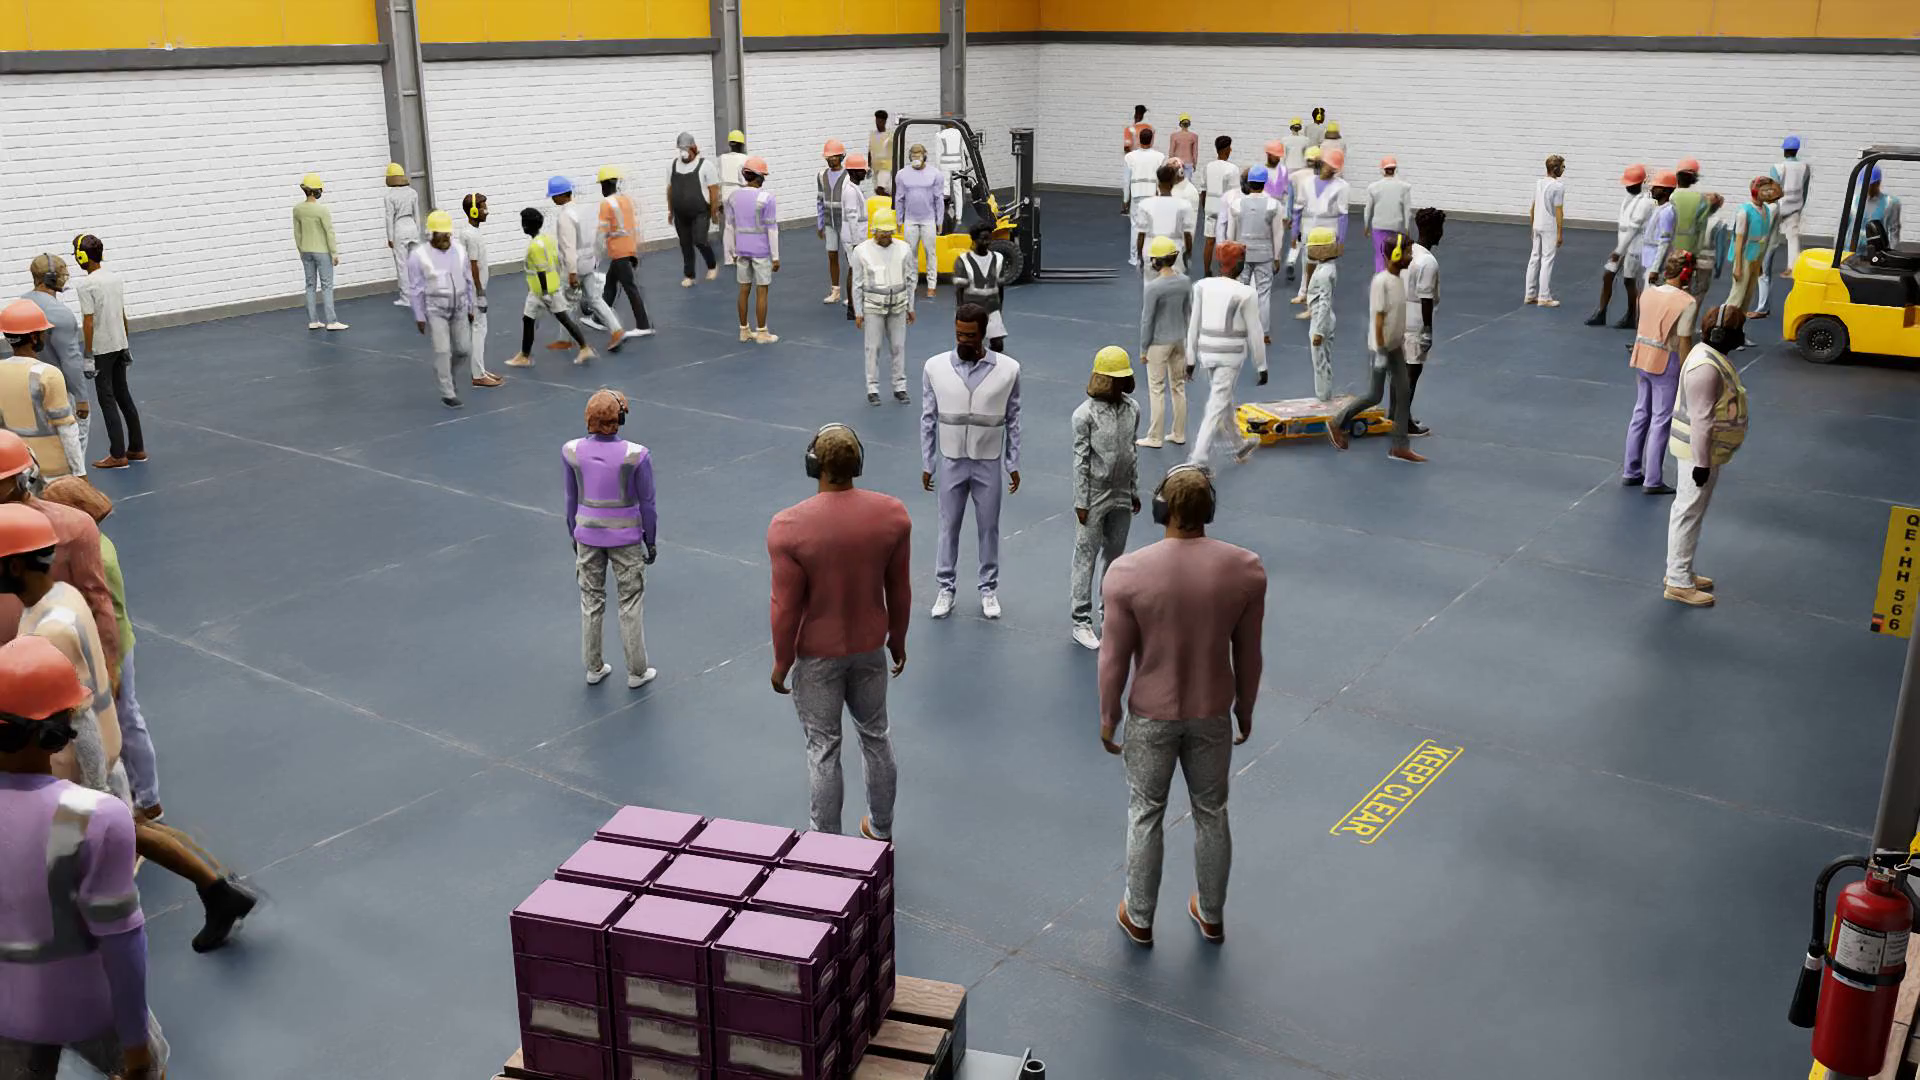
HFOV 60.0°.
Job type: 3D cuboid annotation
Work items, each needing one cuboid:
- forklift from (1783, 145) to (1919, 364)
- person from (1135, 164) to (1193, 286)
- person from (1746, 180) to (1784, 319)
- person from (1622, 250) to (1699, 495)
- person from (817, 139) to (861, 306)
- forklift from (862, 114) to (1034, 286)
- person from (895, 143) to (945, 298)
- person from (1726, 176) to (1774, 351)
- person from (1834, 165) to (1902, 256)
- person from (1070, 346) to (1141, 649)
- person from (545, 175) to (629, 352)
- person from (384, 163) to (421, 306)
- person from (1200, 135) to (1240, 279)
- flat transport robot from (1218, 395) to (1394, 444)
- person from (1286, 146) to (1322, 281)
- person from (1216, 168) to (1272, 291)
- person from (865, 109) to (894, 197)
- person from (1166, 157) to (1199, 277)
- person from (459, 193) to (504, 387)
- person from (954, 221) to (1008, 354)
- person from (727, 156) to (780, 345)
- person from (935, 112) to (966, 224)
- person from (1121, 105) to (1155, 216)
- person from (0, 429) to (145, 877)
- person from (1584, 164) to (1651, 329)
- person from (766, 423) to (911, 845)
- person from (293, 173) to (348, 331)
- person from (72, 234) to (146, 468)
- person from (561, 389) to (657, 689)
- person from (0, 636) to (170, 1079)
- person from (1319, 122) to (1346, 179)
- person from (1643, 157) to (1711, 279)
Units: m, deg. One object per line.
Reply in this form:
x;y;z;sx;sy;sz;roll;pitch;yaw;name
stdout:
9.803;-2.879;17.013;2.313;2.155;1.214;12;21;33;forklift
2.208;-3.093;18.101;0.618;1.940;0.614;2;18;5;person
9.513;-3.428;19.653;0.289;1.629;0.502;11;21;30;person
5.262;-1.254;12.512;0.391;1.837;0.560;-5;18;-14;person
-1.508;-3.898;20.471;0.607;2.036;0.410;10;20;27;person
-0.171;-4.594;22.377;2.313;2.155;1.214;1;18;3;forklift
-0.509;-4.043;21.088;0.635;1.931;0.379;3;18;10;person
8.456;-2.975;17.875;0.571;1.844;0.376;-15;23;-40;person
10.143;-3.245;18.628;0.635;1.917;0.836;10;20;28;person
0.851;-0.251;9.522;0.487;1.744;0.297;-14;22;-37;person
-3.989;-2.915;17.637;0.927;1.892;0.632;3;18;9;person
-6.887;-3.769;20.548;0.321;1.737;0.487;12;21;34;person
3.442;-4.338;21.949;0.604;1.965;0.367;16;24;41;person
3.015;-1.057;14.423;1.431;0.197;0.652;-6;19;-19;flat transport robot
4.617;-4.298;22.068;0.606;1.815;0.622;10;20;28;person
3.280;-3.385;19.252;0.634;1.794;0.934;4;18;11;person
-1.275;-6.325;28.211;0.842;1.938;0.612;-17;24;-42;person
2.483;-3.502;19.436;0.407;1.904;0.639;-10;20;-29;person
-4.661;-2.416;16.111;0.322;1.862;0.512;-6;19;-17;person
0.216;-2.092;15.391;0.543;1.680;0.613;-6;19;-17;person
-2.221;-3.144;18.114;0.611;2.032;0.411;10;20;28;person
-0.166;-6.298;28.214;0.576;1.883;0.355;-7;19;-22;person
3.123;-6.731;29.502;0.634;1.926;0.528;-7;19;-21;person
-3.761;0.499;6.803;0.625;1.980;0.411;-1;18;-3;person
7.495;-3.306;18.850;0.707;1.886;0.587;-2;18;-7;person
-0.499;0.460;6.984;0.636;1.938;0.354;-9;20;-26;person
-7.297;-3.269;18.925;0.532;1.767;0.328;7;19;20;person
-6.806;-1.495;13.239;0.341;1.857;0.524;2;18;7;person
-1.865;0.004;8.911;0.509;1.629;0.316;2;18;7;person
-2.441;1.209;4.556;0.628;1.989;1.040;1;18;4;person
6.335;-6.241;28.320;0.496;1.708;0.816;-2;18;-7;person
7.765;-3.140;18.109;0.632;2.019;0.435;1;18;4;person
